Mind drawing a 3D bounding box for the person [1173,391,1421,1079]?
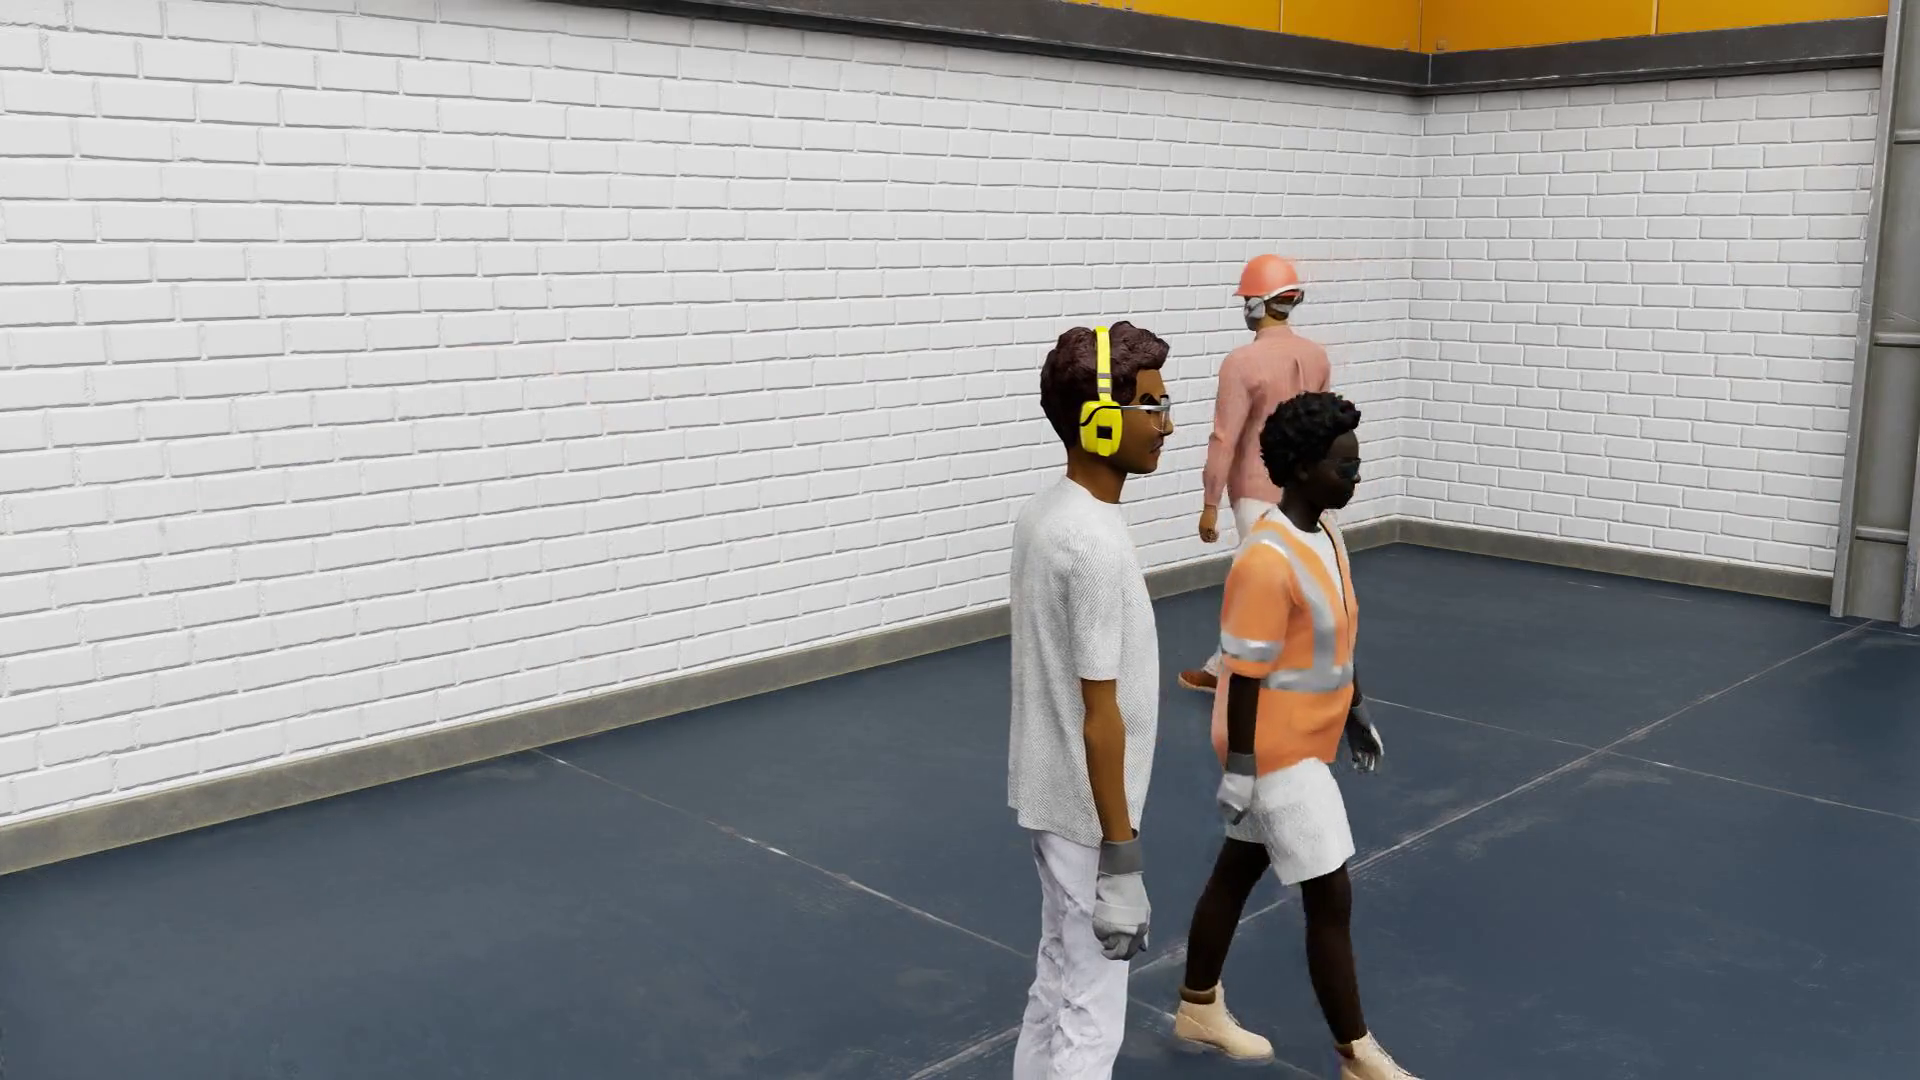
[{"bbox_3d":[0.855,0.490,3.871,0.785,1.661,0.545,4,11,21],"label":"person"}]

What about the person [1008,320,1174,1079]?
[{"bbox_3d":[0.255,0.530,3.121,0.318,1.870,0.531,-2,11,-9],"label":"person"}]

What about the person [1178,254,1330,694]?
[{"bbox_3d":[1.312,-0.208,6.935,0.628,1.954,1.003,-9,14,-40],"label":"person"}]
